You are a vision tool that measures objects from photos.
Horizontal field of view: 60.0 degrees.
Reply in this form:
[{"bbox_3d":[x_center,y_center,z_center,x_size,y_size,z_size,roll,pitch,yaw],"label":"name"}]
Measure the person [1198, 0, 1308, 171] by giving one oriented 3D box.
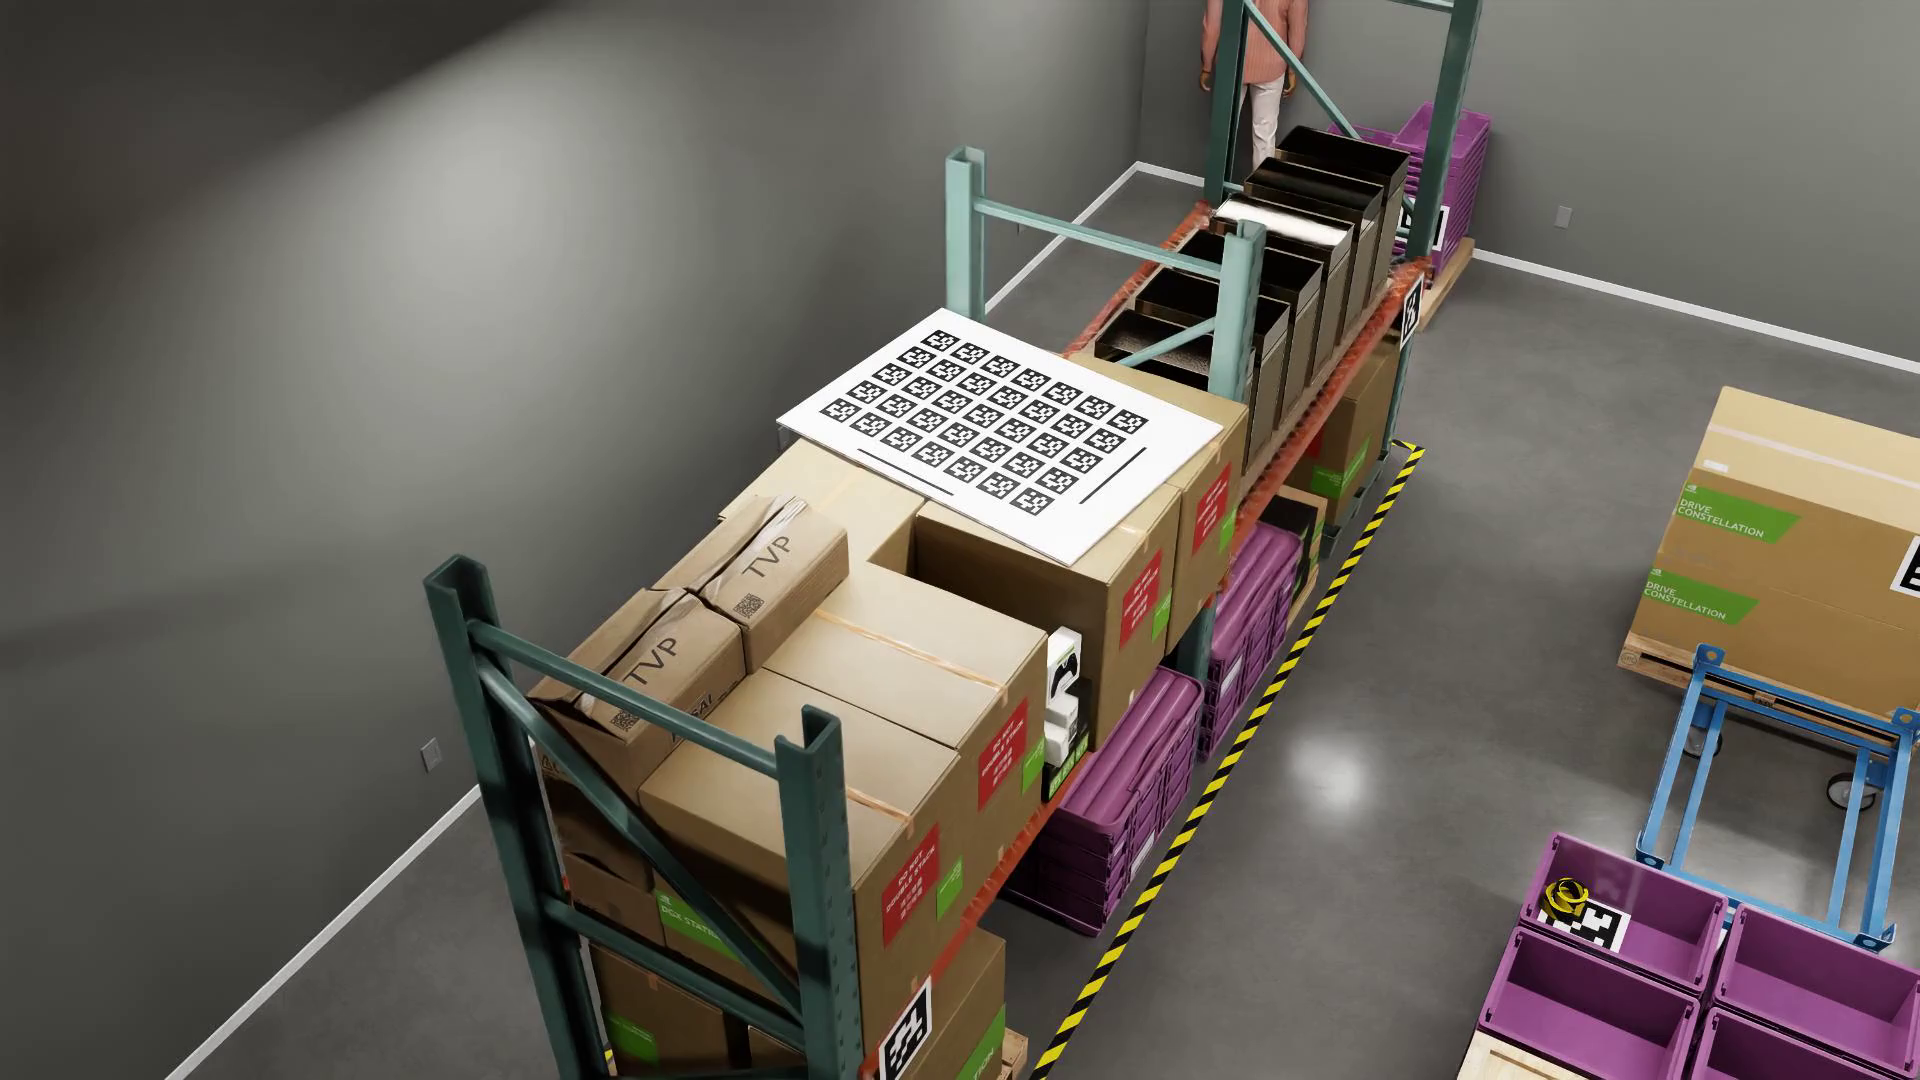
[{"bbox_3d":[1.730,-2.834,9.930,0.611,1.996,0.379,4,40,5],"label":"person"}]
